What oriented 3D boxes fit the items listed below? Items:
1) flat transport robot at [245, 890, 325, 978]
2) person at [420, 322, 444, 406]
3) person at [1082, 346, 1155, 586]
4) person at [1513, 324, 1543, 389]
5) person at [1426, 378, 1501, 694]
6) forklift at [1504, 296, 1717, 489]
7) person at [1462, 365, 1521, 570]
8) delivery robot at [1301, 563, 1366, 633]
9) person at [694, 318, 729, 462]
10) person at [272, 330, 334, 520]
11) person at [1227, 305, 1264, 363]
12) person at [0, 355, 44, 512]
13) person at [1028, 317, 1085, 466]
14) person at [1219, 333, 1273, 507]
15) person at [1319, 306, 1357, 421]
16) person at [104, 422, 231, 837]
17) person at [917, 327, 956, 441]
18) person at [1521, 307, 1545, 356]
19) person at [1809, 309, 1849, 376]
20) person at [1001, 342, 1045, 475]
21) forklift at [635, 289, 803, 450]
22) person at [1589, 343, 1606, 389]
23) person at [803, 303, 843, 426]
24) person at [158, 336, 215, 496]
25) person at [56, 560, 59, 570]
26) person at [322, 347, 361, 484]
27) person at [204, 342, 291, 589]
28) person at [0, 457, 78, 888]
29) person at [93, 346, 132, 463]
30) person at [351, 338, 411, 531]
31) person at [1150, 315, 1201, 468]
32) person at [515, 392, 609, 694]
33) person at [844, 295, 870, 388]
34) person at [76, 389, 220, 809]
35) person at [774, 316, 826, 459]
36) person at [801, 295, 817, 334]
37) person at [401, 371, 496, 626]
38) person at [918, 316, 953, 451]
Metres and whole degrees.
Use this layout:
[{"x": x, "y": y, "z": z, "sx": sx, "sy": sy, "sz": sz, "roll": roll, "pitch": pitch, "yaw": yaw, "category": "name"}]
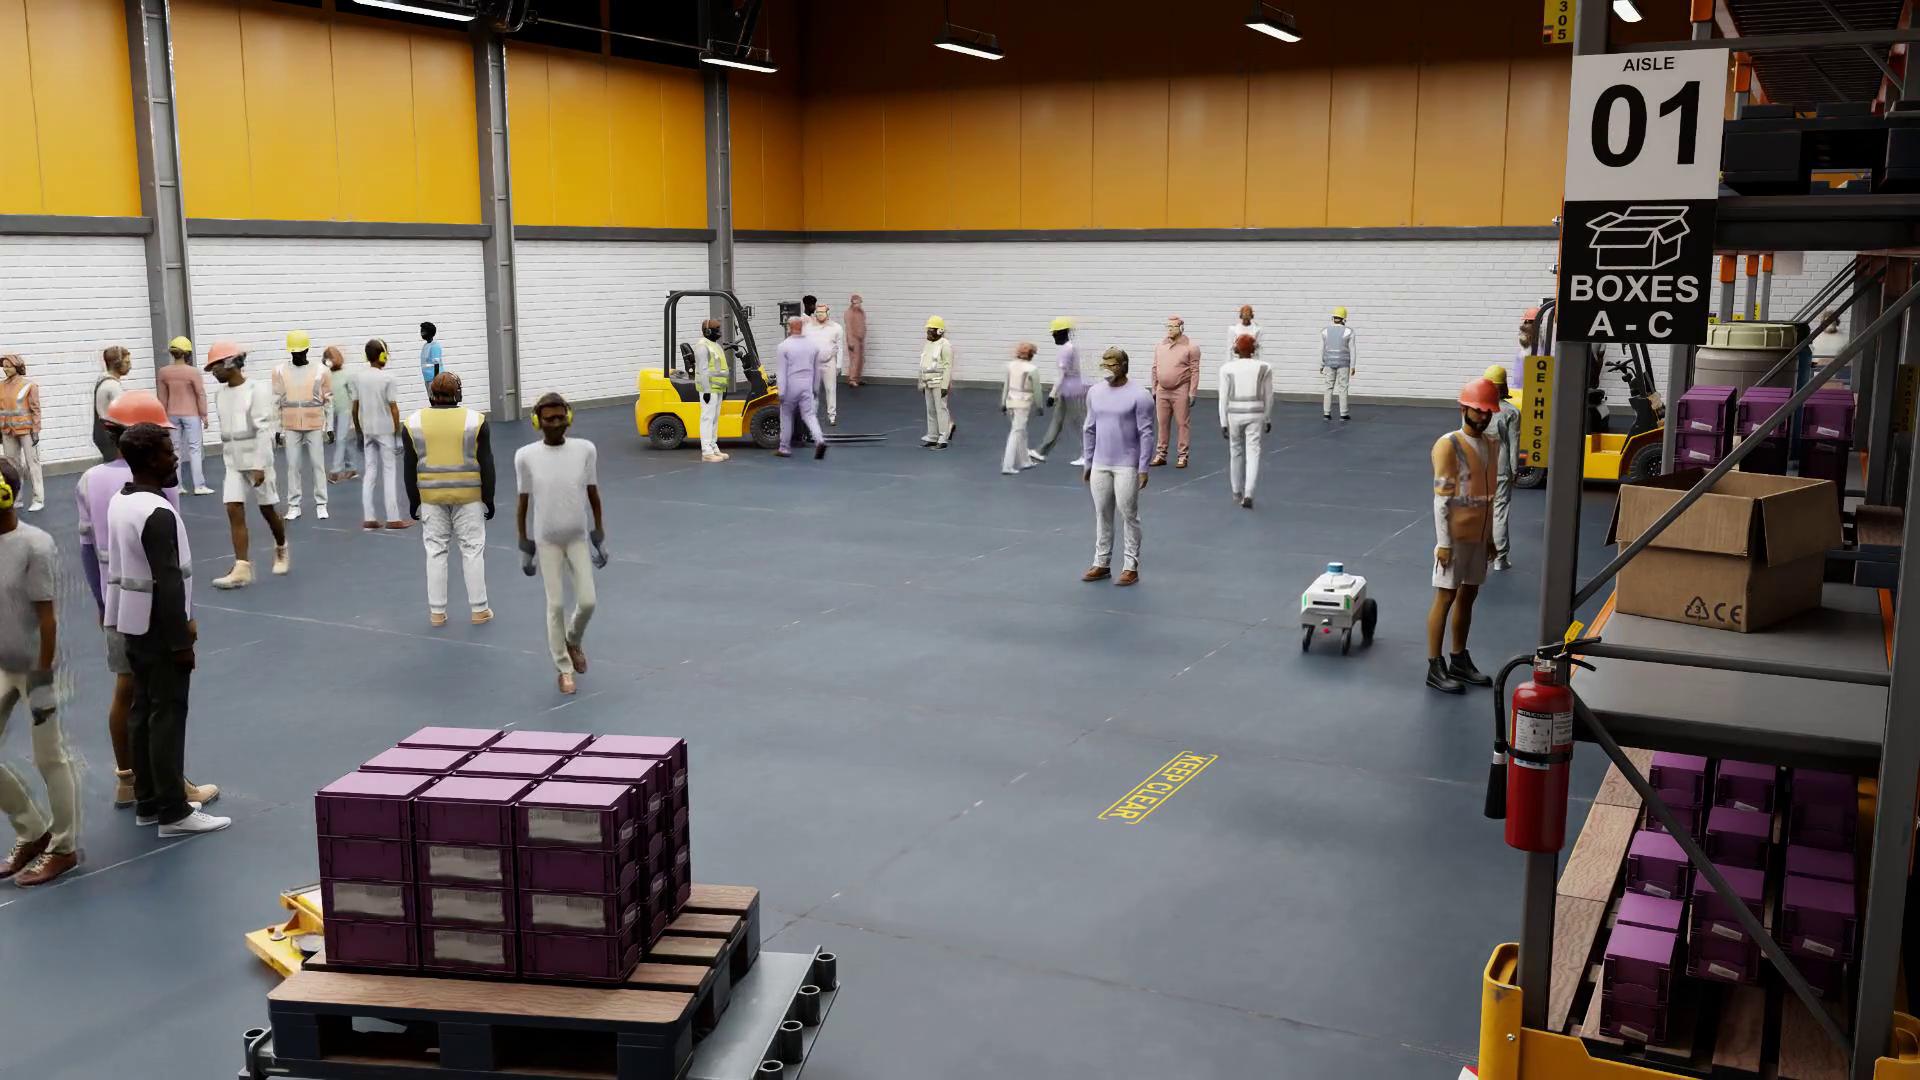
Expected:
[{"x": -1.987, "y": 1.427, "z": 6.587, "sx": 1.431, "sy": 0.197, "sz": 0.652, "roll": -9, "pitch": 13, "yaw": -43, "category": "flat transport robot"}, {"x": -7.723, "y": -2.352, "z": 24.367, "sx": 0.321, "sy": 1.690, "sz": 0.536, "roll": -7, "pitch": 12, "yaw": -35, "category": "person"}, {"x": 1.271, "y": -0.601, "z": 13.507, "sx": 0.635, "sy": 1.937, "sz": 0.352, "roll": 8, "pitch": 12, "yaw": 37, "category": "person"}, {"x": 7.068, "y": -1.770, "z": 20.606, "sx": 0.555, "sy": 1.821, "sz": 0.612, "roll": 0, "pitch": 10, "yaw": -1, "category": "person"}, {"x": 3.127, "y": -0.031, "z": 10.225, "sx": 0.545, "sy": 1.933, "sz": 0.376, "roll": -7, "pitch": 12, "yaw": -35, "category": "person"}, {"x": 7.296, "y": -1.677, "z": 18.993, "sx": 2.313, "sy": 2.155, "sz": 1.214, "roll": 5, "pitch": 11, "yaw": 27, "category": "forklift"}, {"x": 4.510, "y": -0.615, "z": 14.152, "sx": 0.487, "sy": 1.744, "sz": 0.297, "roll": 4, "pitch": 11, "yaw": 23, "category": "person"}, {"x": 2.577, "y": 0.400, "z": 11.442, "sx": 0.477, "sy": 0.478, "sz": 0.707, "roll": 4, "pitch": 11, "yaw": 22, "category": "delivery robot"}, {"x": -3.200, "y": -1.938, "z": 21.528, "sx": 0.429, "sy": 1.845, "sz": 0.621, "roll": 1, "pitch": 10, "yaw": 8, "category": "person"}, {"x": -6.617, "y": -1.154, "z": 16.770, "sx": 0.586, "sy": 1.917, "sz": 0.380, "roll": -2, "pitch": 10, "yaw": -13, "category": "person"}, {"x": 4.665, "y": -2.931, "z": 27.271, "sx": 0.578, "sy": 1.858, "sz": 0.805, "roll": 1, "pitch": 10, "yaw": 5, "category": "person"}, {"x": -9.806, "y": -1.112, "z": 17.330, "sx": 0.511, "sy": 1.641, "sz": 0.307, "roll": 1, "pitch": 10, "yaw": 8, "category": "person"}, {"x": 1.255, "y": -1.874, "z": 21.023, "sx": 0.971, "sy": 1.870, "sz": 0.599, "roll": 1, "pitch": 10, "yaw": 4, "category": "person"}, {"x": 3.050, "y": -1.284, "z": 17.769, "sx": 0.574, "sy": 1.845, "sz": 0.967, "roll": 2, "pitch": 10, "yaw": 9, "category": "person"}, {"x": 6.057, "y": -2.821, "z": 26.662, "sx": 0.603, "sy": 1.830, "sz": 0.404, "roll": 5, "pitch": 11, "yaw": 28, "category": "person"}, {"x": -3.712, "y": 0.414, "z": 7.682, "sx": 0.391, "sy": 1.922, "sz": 0.591, "roll": -10, "pitch": 14, "yaw": -44, "category": "person"}, {"x": -0.297, "y": -2.241, "z": 23.557, "sx": 0.710, "sy": 1.739, "sz": 0.532, "roll": 9, "pitch": 13, "yaw": 43, "category": "person"}, {"x": 7.911, "y": -2.251, "z": 23.060, "sx": 0.354, "sy": 1.939, "sz": 0.545, "roll": 3, "pitch": 10, "yaw": 19, "category": "person"}, {"x": 11.792, "y": -2.164, "z": 22.626, "sx": 0.630, "sy": 1.921, "sz": 0.596, "roll": 4, "pitch": 11, "yaw": 23, "category": "person"}, {"x": 0.803, "y": -1.611, "z": 20.300, "sx": 0.785, "sy": 1.604, "sz": 0.517, "roll": -8, "pitch": 12, "yaw": -38, "category": "person"}, {"x": -3.358, "y": -2.392, "z": 23.136, "sx": 2.313, "sy": 2.155, "sz": 1.214, "roll": -1, "pitch": 10, "yaw": -5, "category": "forklift"}, {"x": 8.525, "y": -2.299, "z": 23.039, "sx": 0.689, "sy": 2.000, "sz": 0.538, "roll": -1, "pitch": 10, "yaw": -5, "category": "person"}, {"x": -2.143, "y": -2.725, "z": 25.894, "sx": 0.640, "sy": 1.909, "sz": 0.409, "roll": 0, "pitch": 10, "yaw": 2, "category": "person"}, {"x": -8.602, "y": -1.372, "z": 18.473, "sx": 0.533, "sy": 1.765, "sz": 0.330, "roll": 1, "pitch": 10, "yaw": 5, "category": "person"}, {"x": -7.540, "y": -0.477, "z": 12.793, "sx": 0.680, "sy": 1.946, "sz": 0.931, "roll": 8, "pitch": 12, "yaw": 37, "category": "person"}, {"x": -7.331, "y": -1.463, "z": 19.506, "sx": 0.526, "sy": 1.583, "sz": 0.866, "roll": 2, "pitch": 10, "yaw": 11, "category": "person"}, {"x": -5.829, "y": -0.630, "z": 13.577, "sx": 0.610, "sy": 1.968, "sz": 0.961, "roll": 2, "pitch": 10, "yaw": 12, "category": "person"}, {"x": -3.980, "y": 0.567, "z": 6.986, "sx": 0.562, "sy": 1.850, "sz": 0.470, "roll": 4, "pitch": 11, "yaw": 22, "category": "person"}, {"x": -7.816, "y": -0.889, "z": 15.503, "sx": 0.580, "sy": 1.820, "sz": 0.552, "roll": -6, "pitch": 11, "yaw": -30, "category": "person"}, {"x": -5.632, "y": -1.016, "z": 16.124, "sx": 0.531, "sy": 1.865, "sz": 0.315, "roll": 3, "pitch": 10, "yaw": 16, "category": "person"}, {"x": 2.669, "y": -1.854, "z": 20.849, "sx": 0.636, "sy": 1.911, "sz": 0.405, "roll": 6, "pitch": 12, "yaw": 32, "category": "person"}, {"x": -2.445, "y": 0.005, "z": 10.233, "sx": 0.557, "sy": 1.856, "sz": 0.459, "roll": -4, "pitch": 11, "yaw": -21, "category": "person"}, {"x": -2.053, "y": -3.962, "z": 33.193, "sx": 0.428, "sy": 1.863, "sz": 0.737, "roll": 5, "pitch": 11, "yaw": 26, "category": "person"}, {"x": -3.912, "y": 0.296, "z": 8.016, "sx": 0.614, "sy": 2.039, "sz": 0.390, "roll": 4, "pitch": 11, "yaw": 23, "category": "person"}, {"x": -2.108, "y": -1.989, "z": 21.726, "sx": 0.660, "sy": 1.879, "sz": 0.879, "roll": -7, "pitch": 12, "yaw": -36, "category": "person"}, {"x": -2.685, "y": -3.345, "z": 29.364, "sx": 0.399, "sy": 1.955, "sz": 0.610, "roll": 2, "pitch": 10, "yaw": 11, "category": "person"}, {"x": -3.674, "y": -0.297, "z": 12.028, "sx": 0.633, "sy": 1.841, "sz": 0.429, "roll": -1, "pitch": 10, "yaw": -9, "category": "person"}, {"x": -0.344, "y": -2.140, "z": 22.712, "sx": 0.403, "sy": 1.837, "sz": 0.591, "roll": -6, "pitch": 12, "yaw": -33, "category": "person"}]
